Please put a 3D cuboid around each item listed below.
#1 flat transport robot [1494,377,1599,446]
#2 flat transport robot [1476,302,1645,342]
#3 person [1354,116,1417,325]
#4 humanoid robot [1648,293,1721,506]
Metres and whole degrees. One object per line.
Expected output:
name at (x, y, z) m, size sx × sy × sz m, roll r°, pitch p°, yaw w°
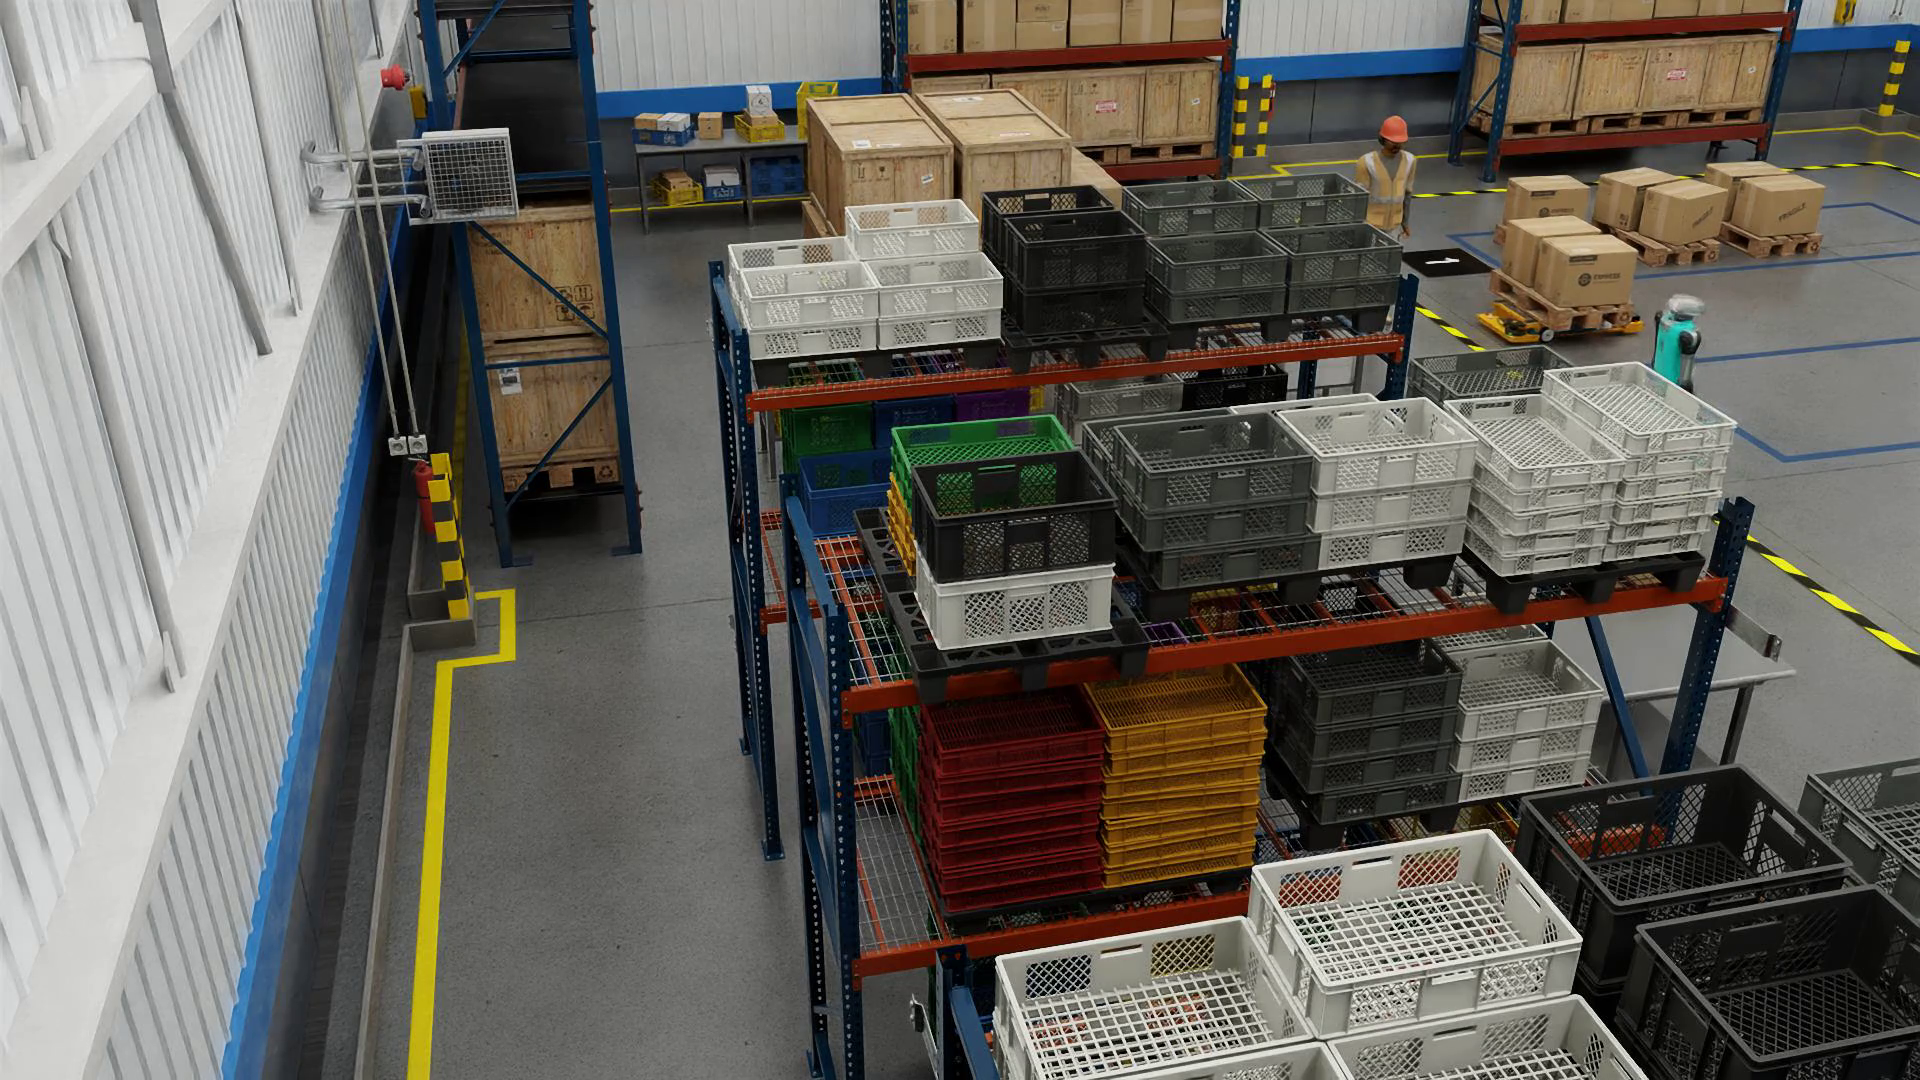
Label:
flat transport robot at (4.780, -1.036, 14.013) m, size 0.659 × 0.231 × 1.431 m, roll -6°, pitch 28°, yaw -12°
flat transport robot at (5.830, -2.170, 16.133) m, size 1.431 × 0.197 × 0.652 m, roll -6°, pitch 28°, yaw -12°
person at (4.042, -3.036, 15.909) m, size 0.613 × 2.039 × 0.389 m, roll -7°, pitch 29°, yaw -12°
humanoid robot at (5.402, -1.008, 12.239) m, size 0.735 × 1.677 × 0.533 m, roll -2°, pitch 28°, yaw -3°
